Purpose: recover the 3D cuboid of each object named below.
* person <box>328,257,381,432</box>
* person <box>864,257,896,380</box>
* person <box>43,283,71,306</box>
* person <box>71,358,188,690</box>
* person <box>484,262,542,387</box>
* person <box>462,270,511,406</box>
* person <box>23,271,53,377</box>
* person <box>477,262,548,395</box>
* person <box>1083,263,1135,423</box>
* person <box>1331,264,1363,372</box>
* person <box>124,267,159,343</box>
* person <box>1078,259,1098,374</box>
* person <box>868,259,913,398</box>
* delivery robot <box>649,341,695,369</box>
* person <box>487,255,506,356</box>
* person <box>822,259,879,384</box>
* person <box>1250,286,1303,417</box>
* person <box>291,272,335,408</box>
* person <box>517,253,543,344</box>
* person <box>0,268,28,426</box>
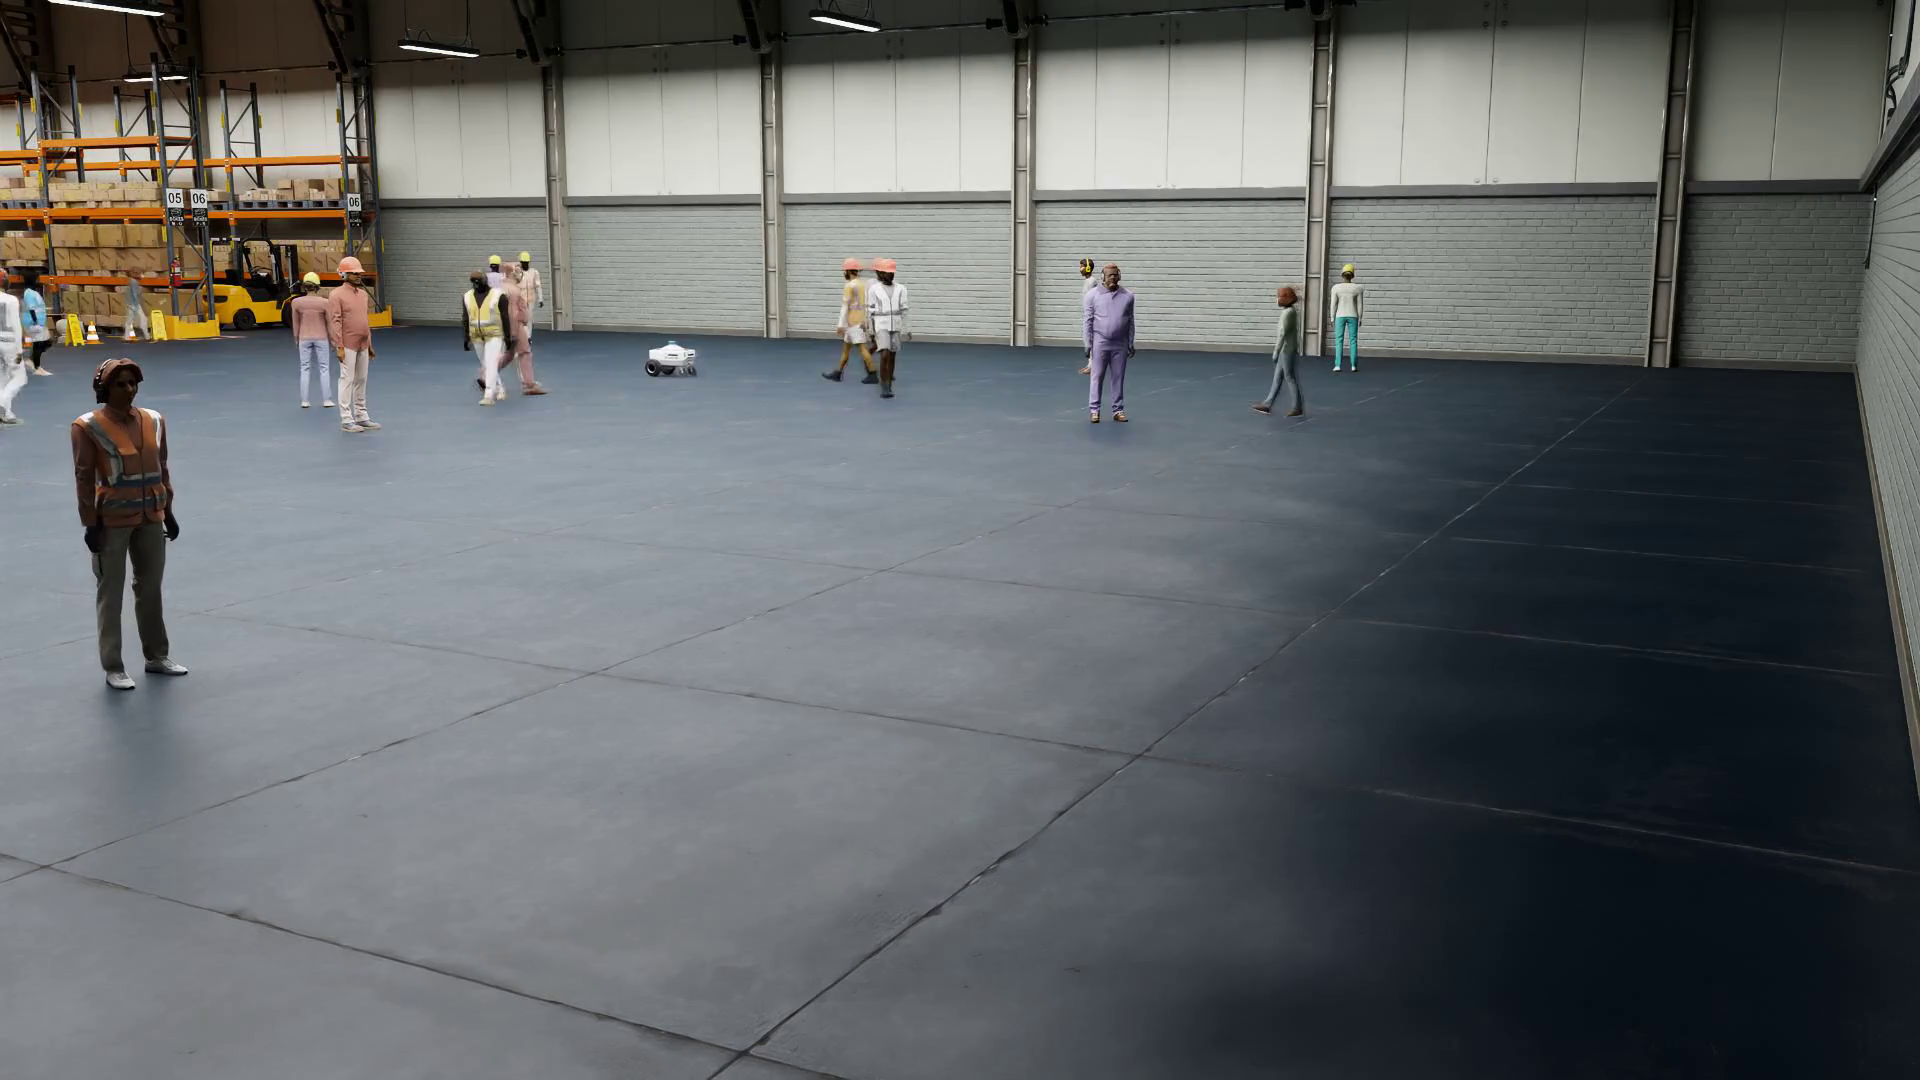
[{"bbox_3d":[-6.950,-2.238,19.075,0.376,1.995,0.609,3,11,17],"label":"person"},{"bbox_3d":[-1.260,-3.448,25.927,0.560,1.914,0.703,-5,12,-27],"label":"person"},{"bbox_3d":[-22.010,-6.132,40.487,0.515,1.925,0.654,6,12,29],"label":"person"},{"bbox_3d":[-4.158,-0.088,8.317,0.306,1.640,0.523,5,12,26],"label":"person"},{"bbox_3d":[-6.620,-3.169,24.526,0.736,1.863,0.579,-3,11,-15],"label":"person"},{"bbox_3d":[-6.324,-2.721,22.282,0.637,1.797,0.946,2,11,8],"label":"person"},{"bbox_3d":[-14.656,-3.424,26.380,0.393,1.682,0.541,-3,11,-14],"label":"person"},{"bbox_3d":[-6.310,-2.948,23.284,0.892,1.880,0.658,-5,12,-26],"label":"person"},{"bbox_3d":[1.801,-2.361,19.984,0.651,1.907,0.409,-2,11,-13],"label":"person"},{"bbox_3d":[6.367,-3.654,27.415,0.526,1.769,0.330,2,11,9],"label":"person"},{"bbox_3d":[-17.031,-4.855,34.469,0.704,1.578,0.524,-5,12,-26],"label":"person"},{"bbox_3d":[2.093,-3.635,27.071,0.312,1.860,0.503,0,10,-2],"label":"person"},{"bbox_3d":[-0.941,-2.905,22.918,0.563,1.910,0.723,-4,11,-20],"label":"person"},{"bbox_3d":[-4.588,-2.931,26.513,0.707,0.478,0.477,5,12,23],"label":"delivery robot"},{"bbox_3d":[-8.458,-4.250,30.386,0.608,1.880,1.001,0,10,-2],"label":"person"},{"bbox_3d":[-1.647,-3.314,25.248,0.983,1.883,0.565,4,11,19],"label":"person"},{"bbox_3d":[3.945,-2.324,20.574,0.688,1.602,0.526,3,11,17],"label":"person"},{"bbox_3d":[-8.416,-2.602,21.700,0.524,1.763,0.324,-2,11,-9],"label":"person"},{"bbox_3d":[-8.930,-4.973,34.306,0.635,1.873,0.984,-5,12,-26],"label":"person"},{"bbox_3d":[-11.213,-2.233,19.418,0.583,1.868,0.504,2,11,13],"label":"person"}]
